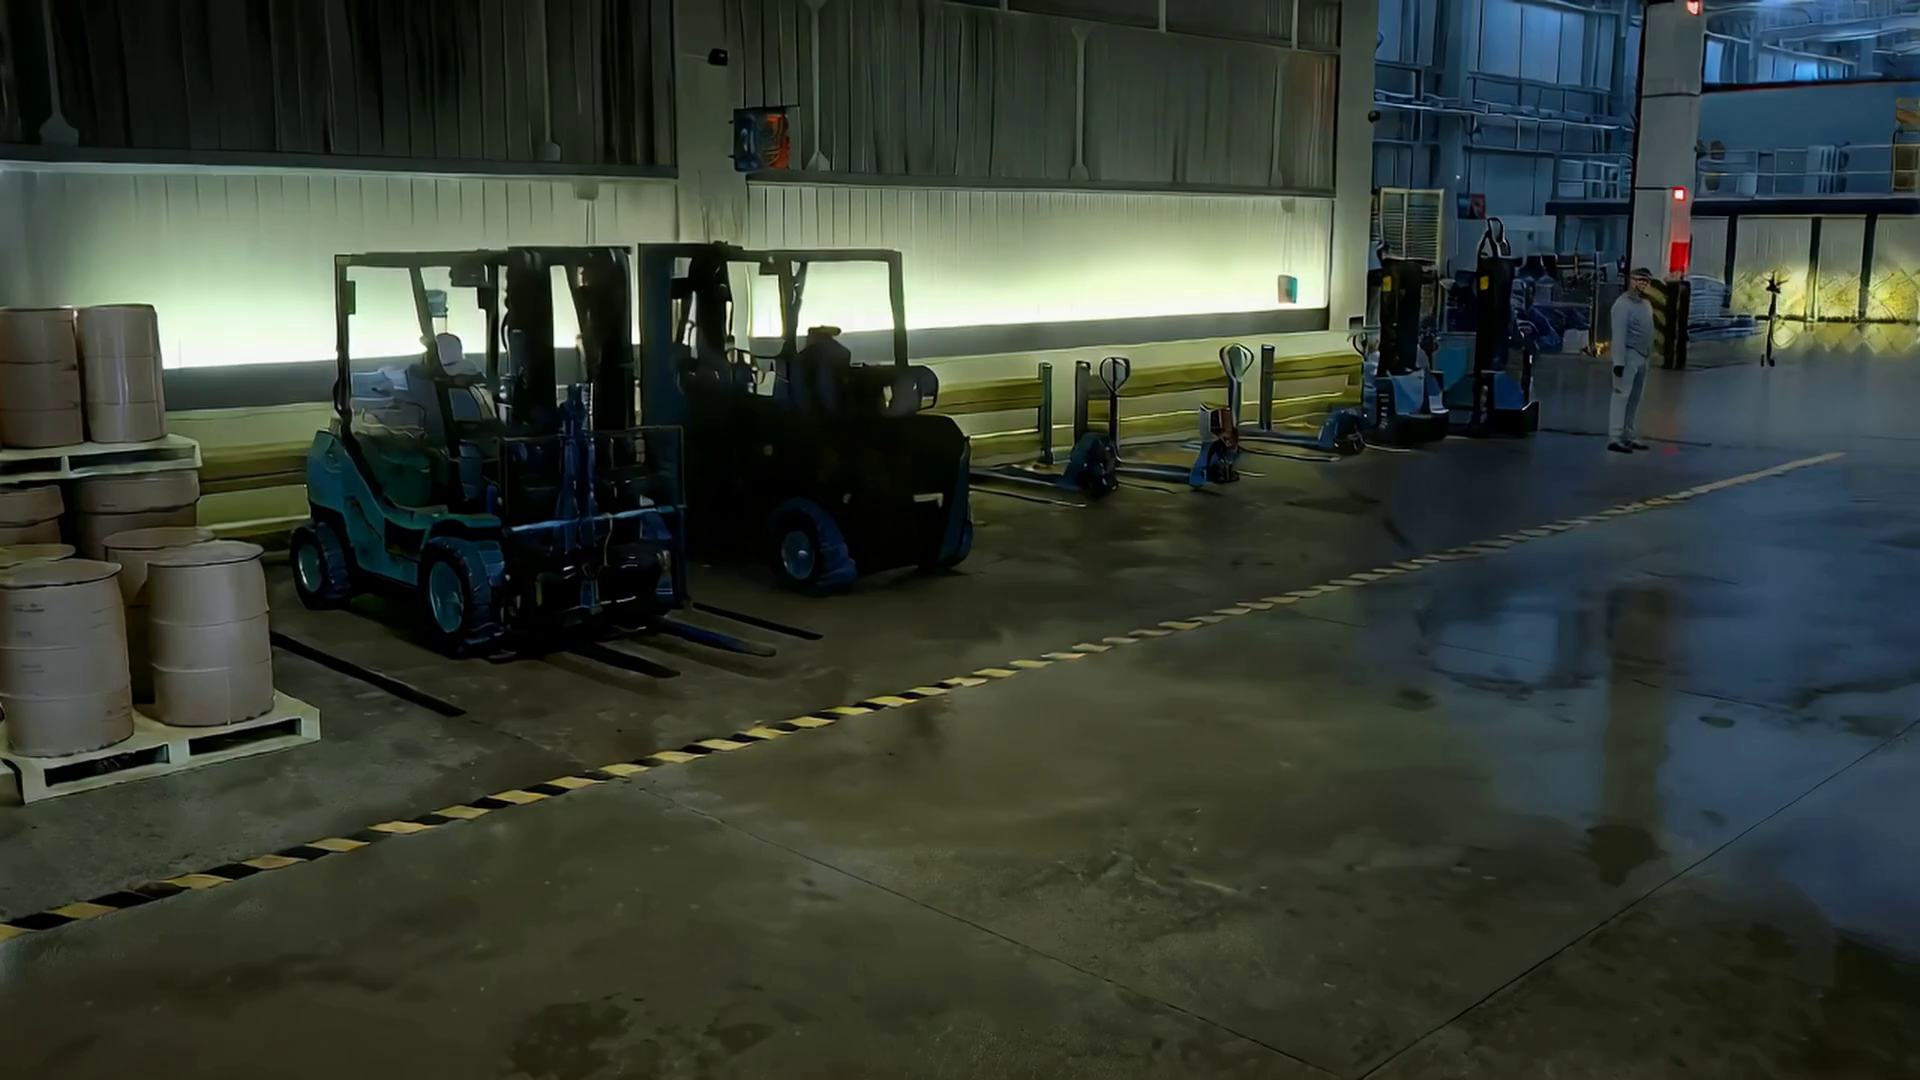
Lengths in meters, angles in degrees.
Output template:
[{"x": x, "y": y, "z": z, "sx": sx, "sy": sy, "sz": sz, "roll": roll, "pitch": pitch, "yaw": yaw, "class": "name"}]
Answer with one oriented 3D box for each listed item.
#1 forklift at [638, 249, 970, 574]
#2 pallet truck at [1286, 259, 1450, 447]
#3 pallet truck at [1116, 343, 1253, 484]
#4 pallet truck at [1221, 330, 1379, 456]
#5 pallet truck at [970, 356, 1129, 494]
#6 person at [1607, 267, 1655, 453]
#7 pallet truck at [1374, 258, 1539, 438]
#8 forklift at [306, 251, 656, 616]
[{"x": -1.173, "y": -0.958, "z": 11.239, "sx": 2.680, "sy": 1.987, "sz": 1.157, "roll": 10, "pitch": 14, "yaw": 43, "class": "forklift"}, {"x": 4.493, "y": -2.078, "z": 18.196, "sx": 0.823, "sy": 1.965, "sz": 1.885, "roll": -9, "pitch": 14, "yaw": -40, "class": "pallet truck"}, {"x": 1.962, "y": -1.215, "z": 15.415, "sx": 1.522, "sy": 1.261, "sz": 0.704, "roll": 10, "pitch": 14, "yaw": 43, "class": "pallet truck"}, {"x": 3.563, "y": -1.581, "z": 17.381, "sx": 0.653, "sy": 1.274, "sz": 1.630, "roll": -10, "pitch": 14, "yaw": -44, "class": "pallet truck"}, {"x": 0.784, "y": -1.085, "z": 14.876, "sx": 0.680, "sy": 1.201, "sz": 1.601, "roll": -10, "pitch": 14, "yaw": -44, "class": "pallet truck"}, {"x": 7.008, "y": -1.875, "z": 17.325, "sx": 0.642, "sy": 1.913, "sz": 0.408, "roll": -10, "pitch": 14, "yaw": -42, "class": "person"}, {"x": 5.704, "y": -2.208, "z": 18.901, "sx": 1.885, "sy": 1.965, "sz": 0.823, "roll": 10, "pitch": 14, "yaw": 43, "class": "pallet truck"}, {"x": -2.833, "y": -0.669, "z": 9.694, "sx": 1.157, "sy": 1.987, "sz": 2.680, "roll": -10, "pitch": 14, "yaw": -44, "class": "forklift"}]
